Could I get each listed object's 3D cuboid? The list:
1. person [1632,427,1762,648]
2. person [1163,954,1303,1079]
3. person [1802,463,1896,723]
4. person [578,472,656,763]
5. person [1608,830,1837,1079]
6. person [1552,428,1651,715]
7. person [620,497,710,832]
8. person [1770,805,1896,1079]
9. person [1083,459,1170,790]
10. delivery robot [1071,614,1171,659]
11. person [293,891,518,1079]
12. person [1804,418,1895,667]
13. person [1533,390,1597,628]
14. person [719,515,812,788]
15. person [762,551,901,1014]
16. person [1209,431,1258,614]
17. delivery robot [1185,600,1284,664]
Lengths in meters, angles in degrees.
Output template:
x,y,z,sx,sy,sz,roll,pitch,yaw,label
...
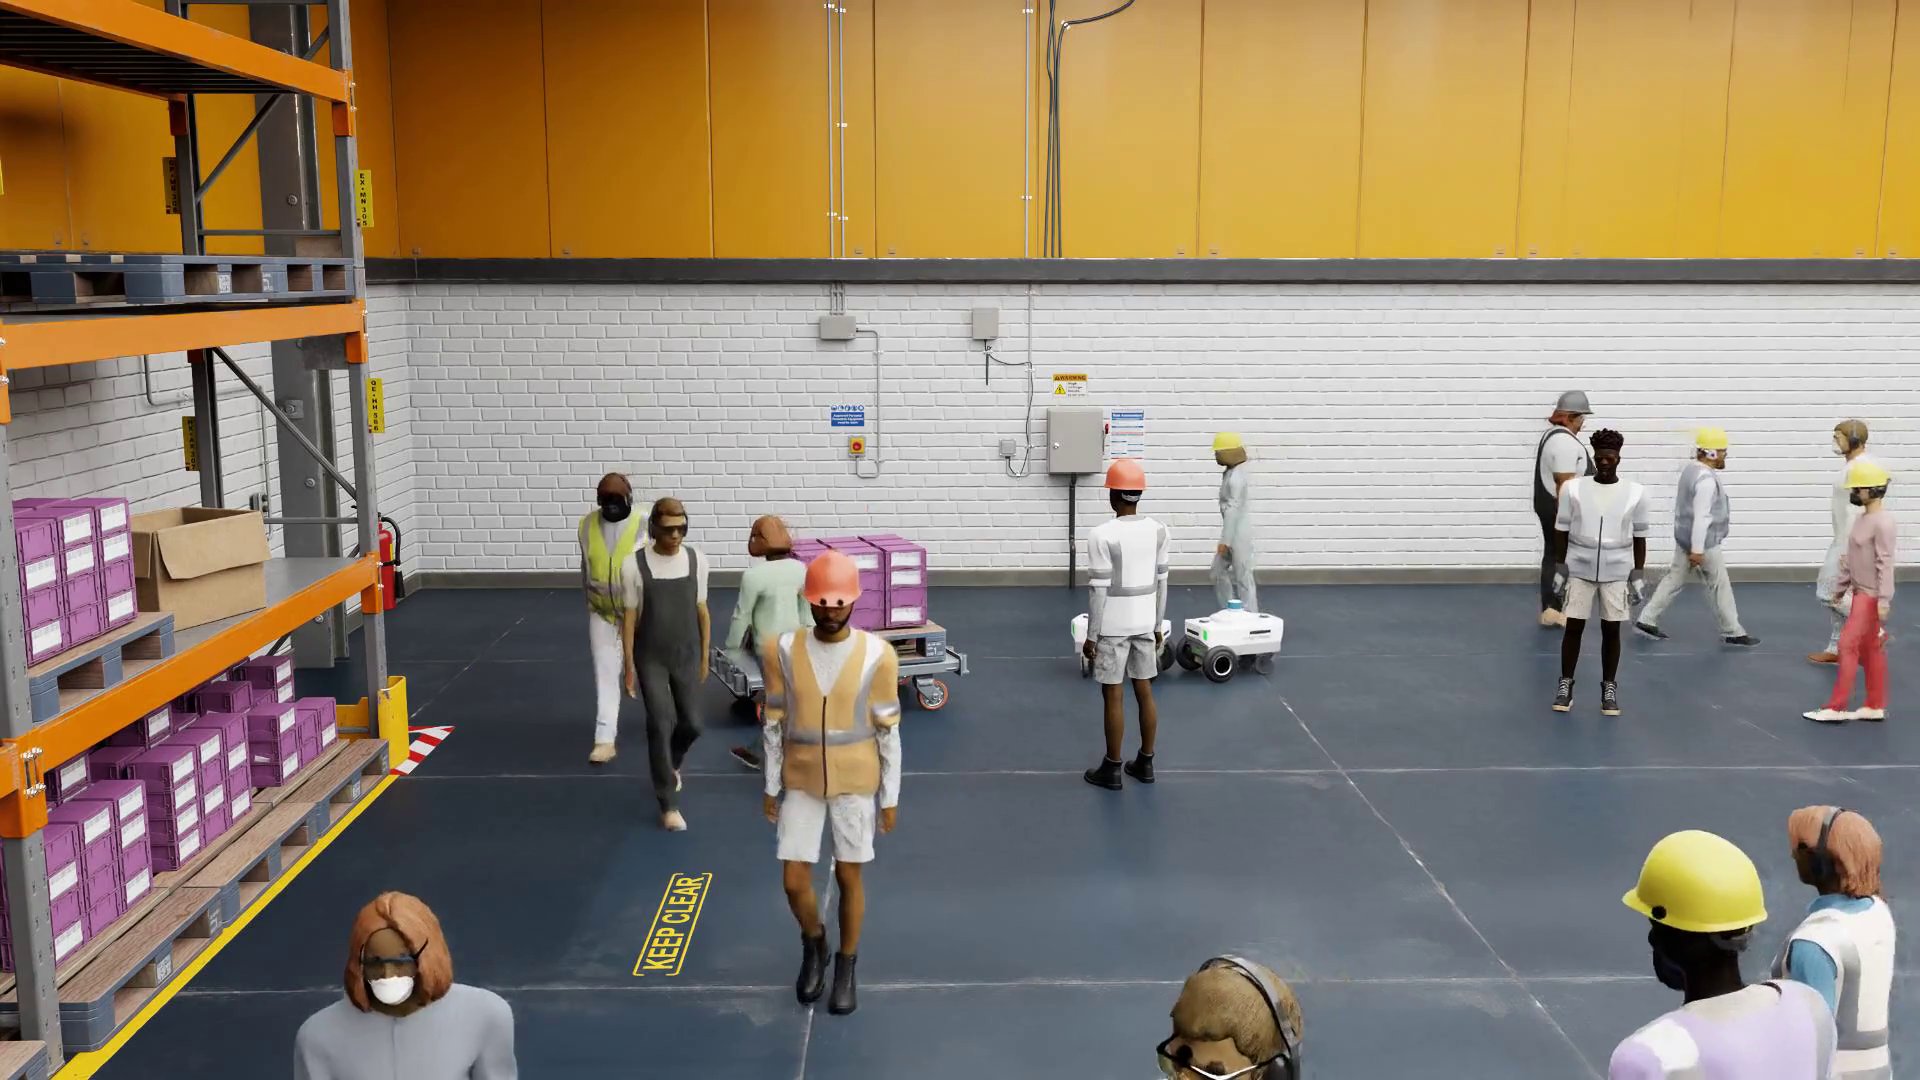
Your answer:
x,y,z,sx,sy,sz,roll,pitch,yaw,label
5.952,-0.025,13.420,0.952,1.790,0.592,1,9,7,person
0.460,1.626,2.819,0.633,1.928,0.429,9,13,43,person
5.917,0.358,11.086,0.635,1.745,0.553,2,10,13,person
-2.098,0.444,10.534,0.633,1.790,0.995,1,9,8,person
1.598,1.541,3.470,0.597,1.887,0.963,-3,10,-20,person
4.354,0.214,11.338,0.602,1.967,0.370,4,10,21,person
-1.624,0.647,9.128,0.508,1.824,0.596,-4,10,-25,person
2.330,1.499,4.593,0.544,1.586,0.866,-8,12,-39,person
0.955,0.491,9.731,0.551,1.937,0.357,-5,11,-29,person
1.198,0.696,12.412,0.707,0.478,0.477,4,10,23,delivery robot
-1.280,1.617,3.850,0.521,1.602,0.770,-2,9,-9,person
6.727,0.040,12.531,0.509,1.921,0.651,4,10,24,person
5.115,-0.260,14.017,0.535,2.000,0.708,1,9,8,person
-1.158,0.648,9.790,0.821,1.591,0.516,7,11,35,person
-0.523,0.988,6.731,0.581,1.918,0.416,1,9,3,person
2.225,-0.028,13.548,0.515,1.712,0.515,1,9,4,person
2.054,0.692,12.437,0.707,0.478,0.477,-3,10,-20,delivery robot
